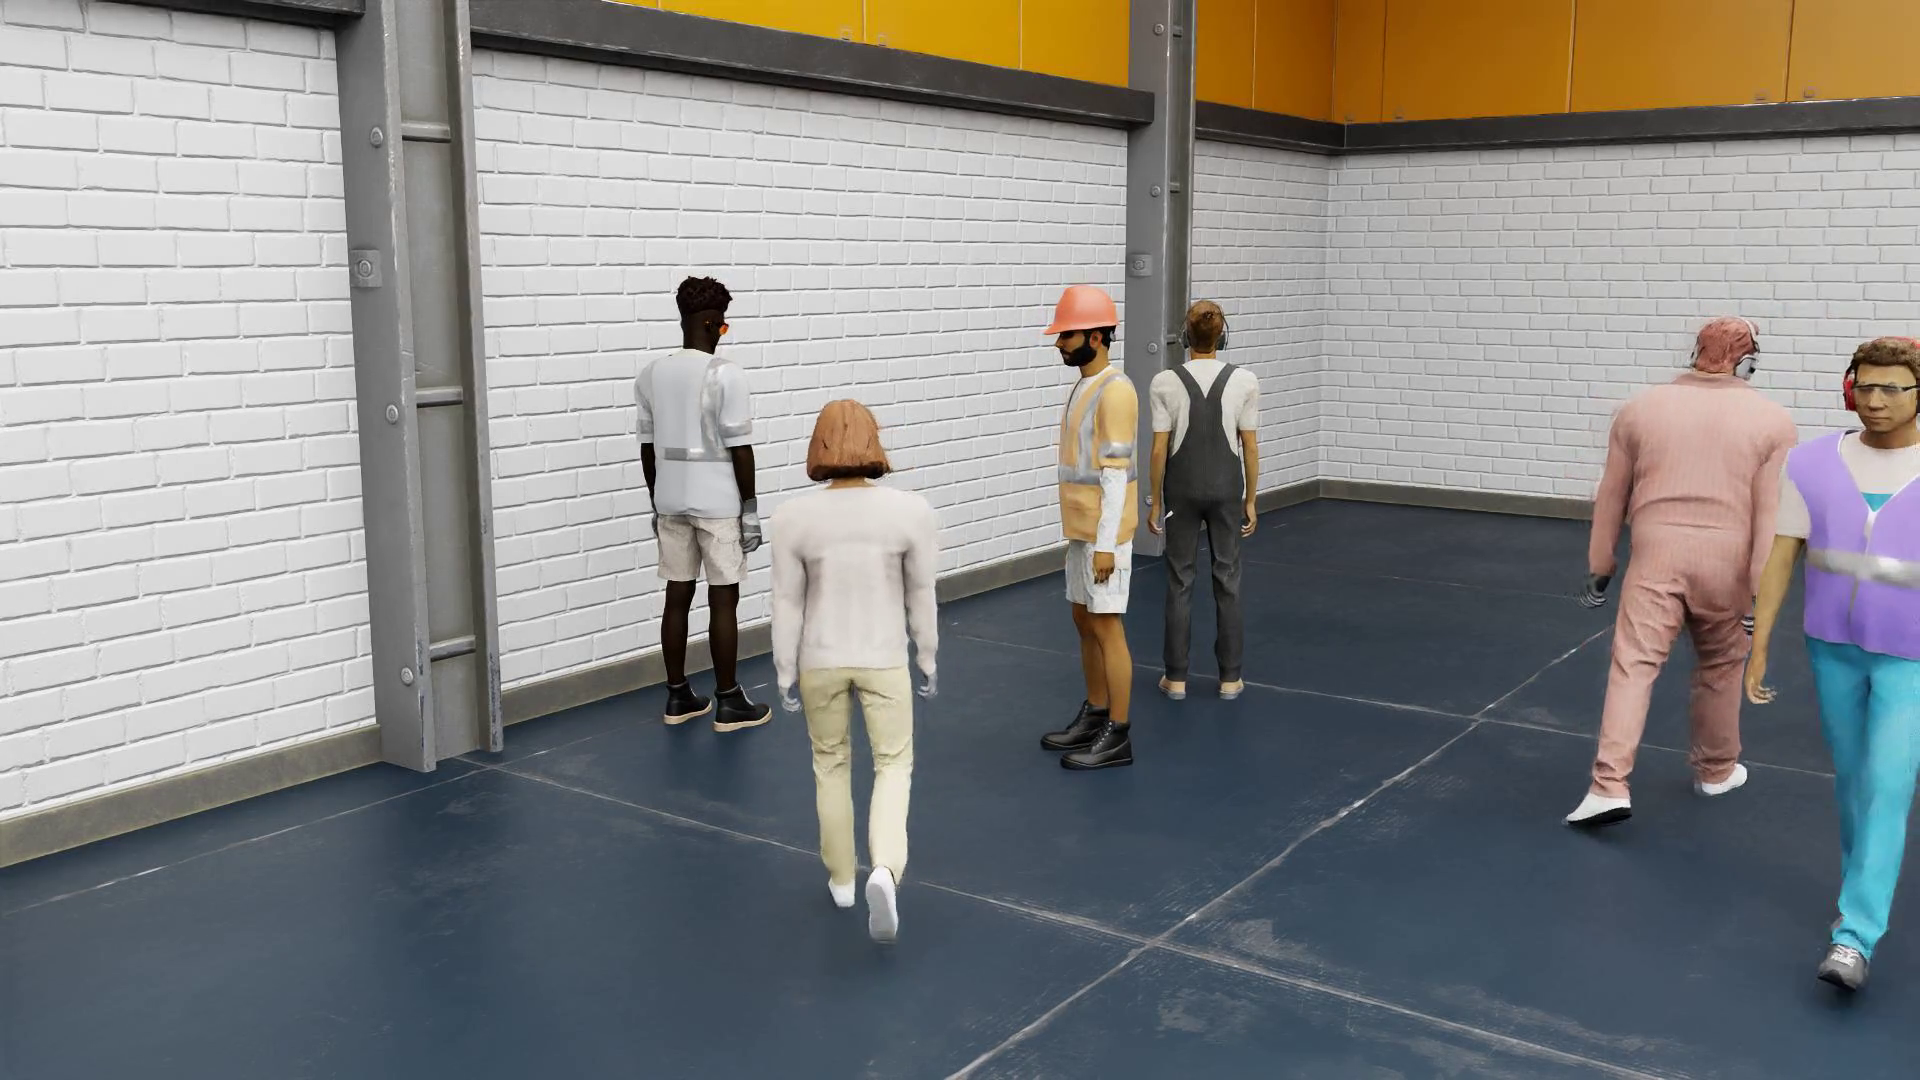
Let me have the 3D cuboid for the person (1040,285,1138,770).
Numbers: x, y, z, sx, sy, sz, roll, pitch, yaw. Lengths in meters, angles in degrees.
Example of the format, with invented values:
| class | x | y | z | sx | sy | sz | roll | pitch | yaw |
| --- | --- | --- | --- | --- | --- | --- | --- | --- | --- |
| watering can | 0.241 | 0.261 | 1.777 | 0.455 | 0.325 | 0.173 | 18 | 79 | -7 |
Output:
| class | x | y | z | sx | sy | sz | roll | pitch | yaw |
| --- | --- | --- | --- | --- | --- | --- | --- | --- | --- |
| person | 0.516 | -0.049 | 6.679 | 0.377 | 1.931 | 0.540 | -2 | 10 | -13 |

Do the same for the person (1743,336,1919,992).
| class | x | y | z | sx | sy | sz | roll | pitch | yaw |
| --- | --- | --- | --- | --- | --- | --- | --- | --- | --- |
| person | 2.529 | 0.341 | 4.693 | 0.918 | 1.798 | 0.591 | -9 | 13 | -43 |

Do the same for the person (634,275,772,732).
| class | x | y | z | sx | sy | sz | roll | pitch | yaw |
| --- | --- | --- | --- | --- | --- | --- | --- | --- | --- |
| person | -1.107 | -0.153 | 7.193 | 0.601 | 1.959 | 0.380 | 6 | 11 | 30 |

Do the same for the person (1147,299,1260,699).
| class | x | y | z | sx | sy | sz | roll | pitch | yaw |
| --- | --- | --- | --- | --- | --- | --- | --- | --- | --- |
| person | 1.117 | -0.176 | 7.669 | 0.505 | 1.847 | 0.344 | 1 | 10 | 4 |

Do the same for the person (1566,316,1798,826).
| class | x | y | z | sx | sy | sz | roll | pitch | yaw |
| --- | --- | --- | --- | --- | --- | --- | --- | --- | --- |
| person | 2.610 | 0.113 | 6.033 | 0.685 | 1.838 | 1.062 | 6 | 11 | 33 |

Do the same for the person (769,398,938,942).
| class | x | y | z | sx | sy | sz | roll | pitch | yaw |
| --- | --- | --- | --- | --- | --- | --- | --- | --- | --- |
| person | -0.317 | 0.384 | 4.992 | 0.511 | 1.613 | 0.655 | 0 | 10 | -3 |
